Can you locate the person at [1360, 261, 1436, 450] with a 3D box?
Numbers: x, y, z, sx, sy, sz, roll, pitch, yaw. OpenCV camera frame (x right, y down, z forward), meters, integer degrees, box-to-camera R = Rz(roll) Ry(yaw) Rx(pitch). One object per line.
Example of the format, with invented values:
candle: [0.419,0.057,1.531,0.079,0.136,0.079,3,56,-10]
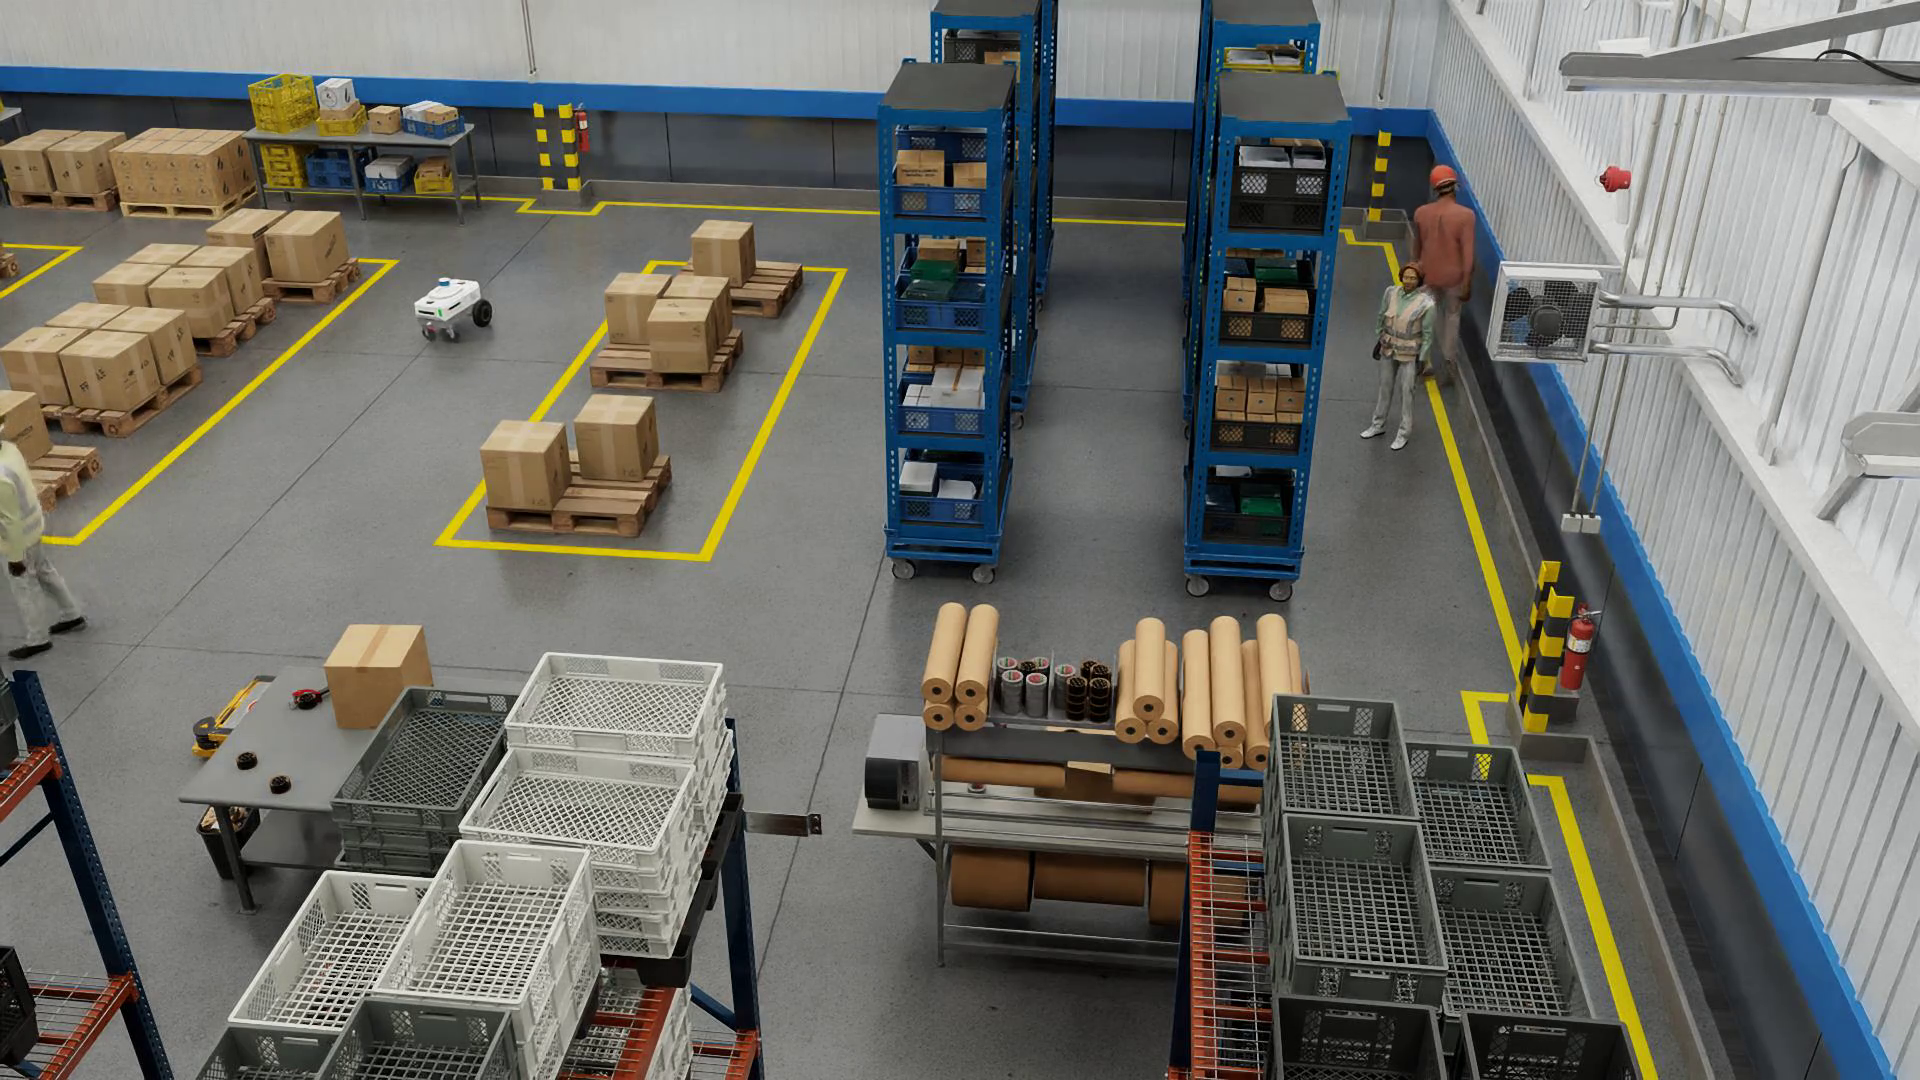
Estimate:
person: [3.702,-1.566,13.977,0.305,1.645,0.522,-24,38,-35]

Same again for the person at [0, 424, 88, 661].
person: [-6.387,-0.055,11.215,0.404,1.839,0.591,-11,32,-19]

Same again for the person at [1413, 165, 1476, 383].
person: [4.423,-2.438,15.195,0.688,1.930,0.837,20,36,30]

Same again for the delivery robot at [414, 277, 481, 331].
delivery robot: [-5.011,-2.324,16.268,0.477,0.478,0.707,10,32,17]
